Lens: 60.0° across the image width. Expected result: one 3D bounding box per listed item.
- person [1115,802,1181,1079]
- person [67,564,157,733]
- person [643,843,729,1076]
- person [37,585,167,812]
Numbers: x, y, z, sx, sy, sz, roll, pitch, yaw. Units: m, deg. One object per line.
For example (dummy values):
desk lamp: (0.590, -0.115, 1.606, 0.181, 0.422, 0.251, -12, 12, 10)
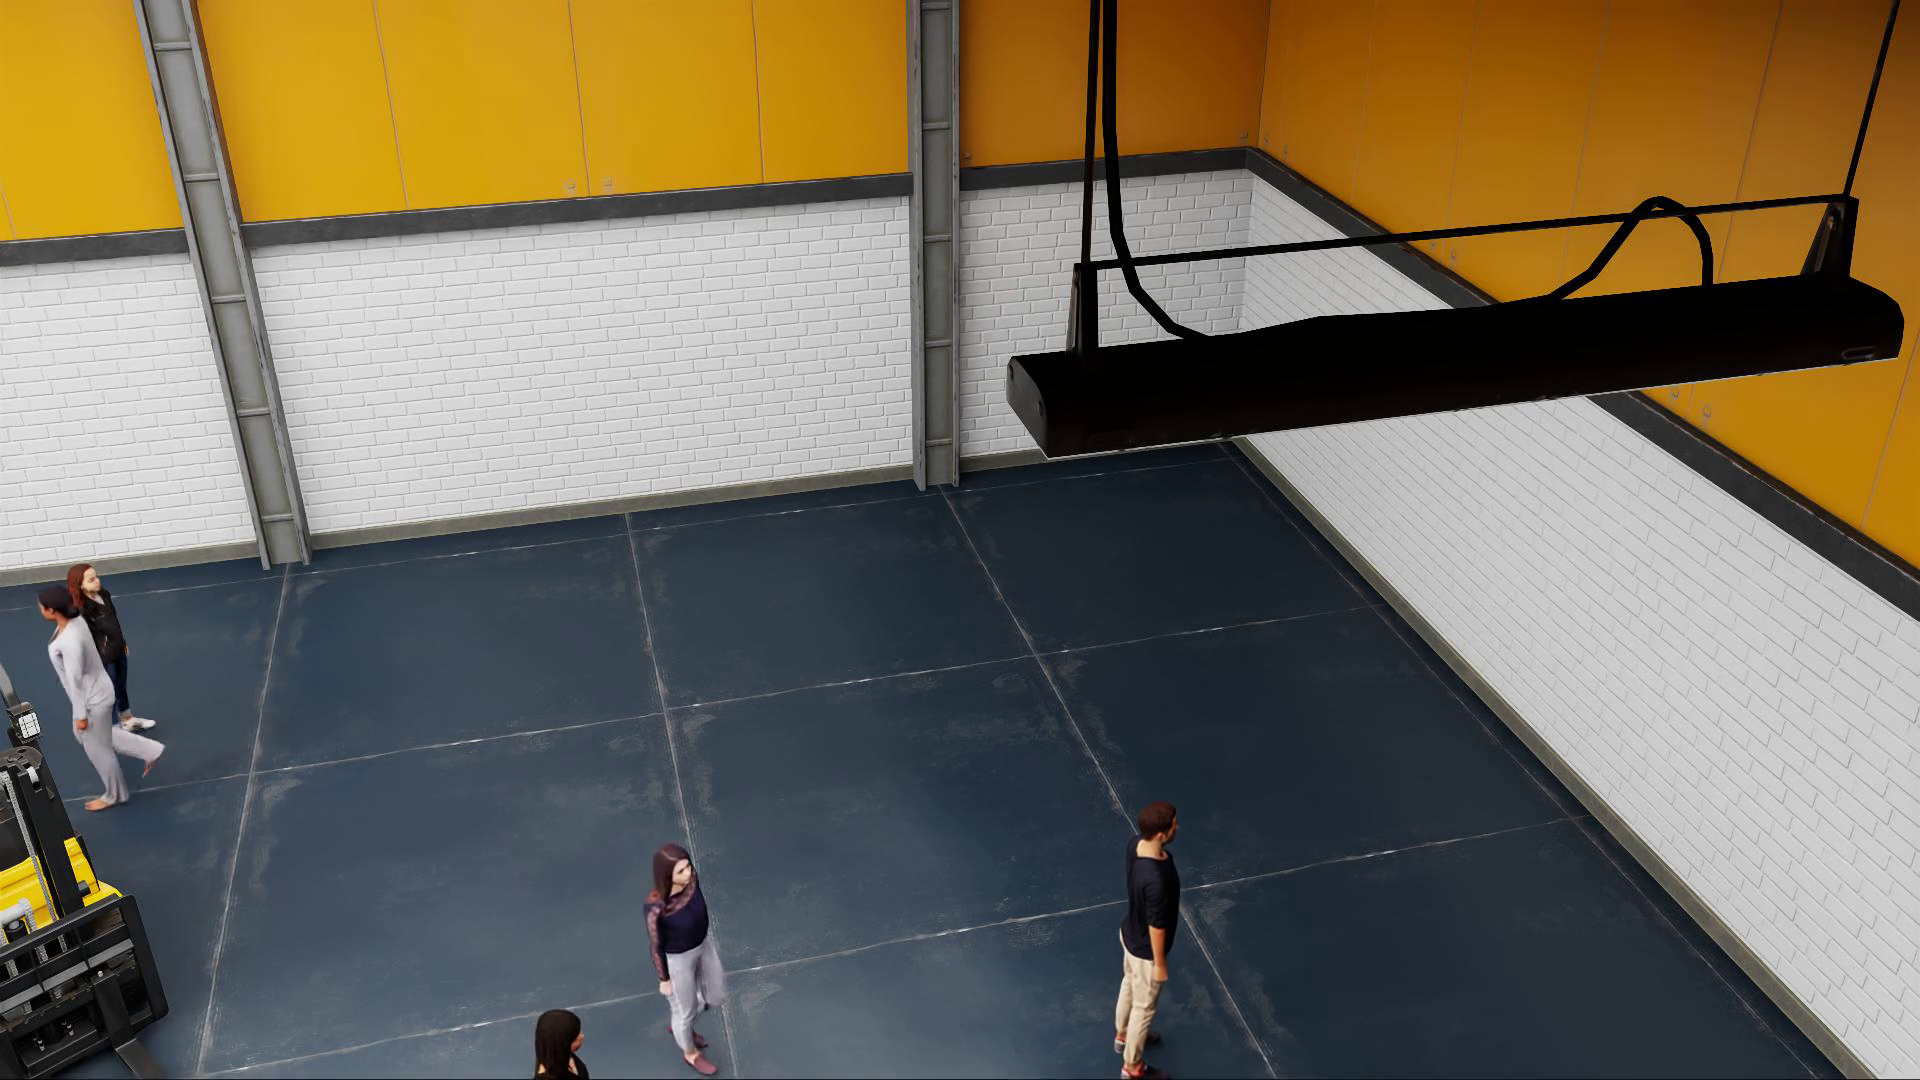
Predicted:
person: (1.020, 2.222, 9.226, 0.561, 1.853, 0.653, -4, 29, -7)
person: (-6.261, 0.823, 12.177, 0.596, 1.483, 0.614, 1, 29, 1)
person: (-1.585, 2.327, 9.298, 0.781, 1.599, 0.726, 14, 32, 24)
person: (-5.912, 1.061, 11.493, 0.892, 1.721, 0.757, -15, 32, -25)
